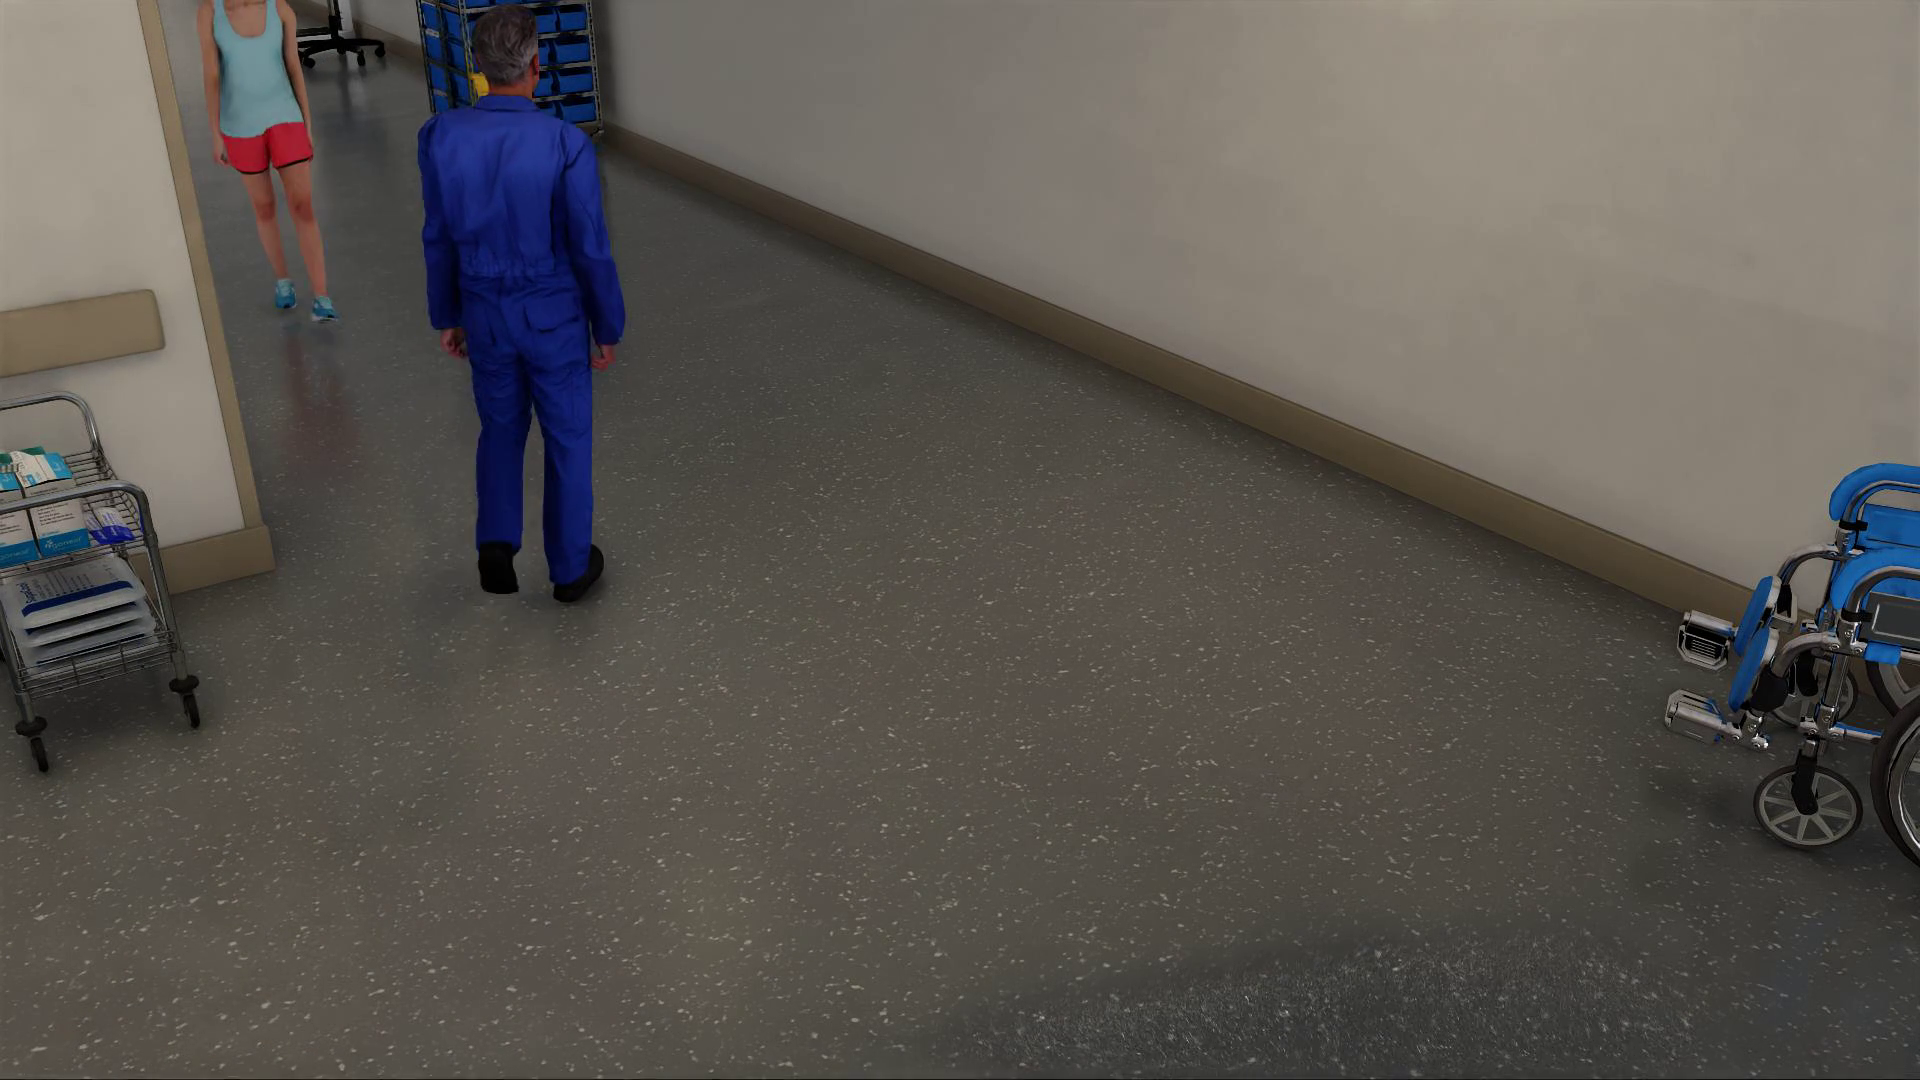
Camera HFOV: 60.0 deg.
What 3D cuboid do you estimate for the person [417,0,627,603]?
[{"bbox_3d":[-1.315,-0.613,4.914,0.950,1.818,1.011,3,26,7],"label":"person"}]

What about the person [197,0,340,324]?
[{"bbox_3d":[-3.211,-1.875,7.631,1.020,1.731,0.795,-10,28,-20],"label":"person"}]
